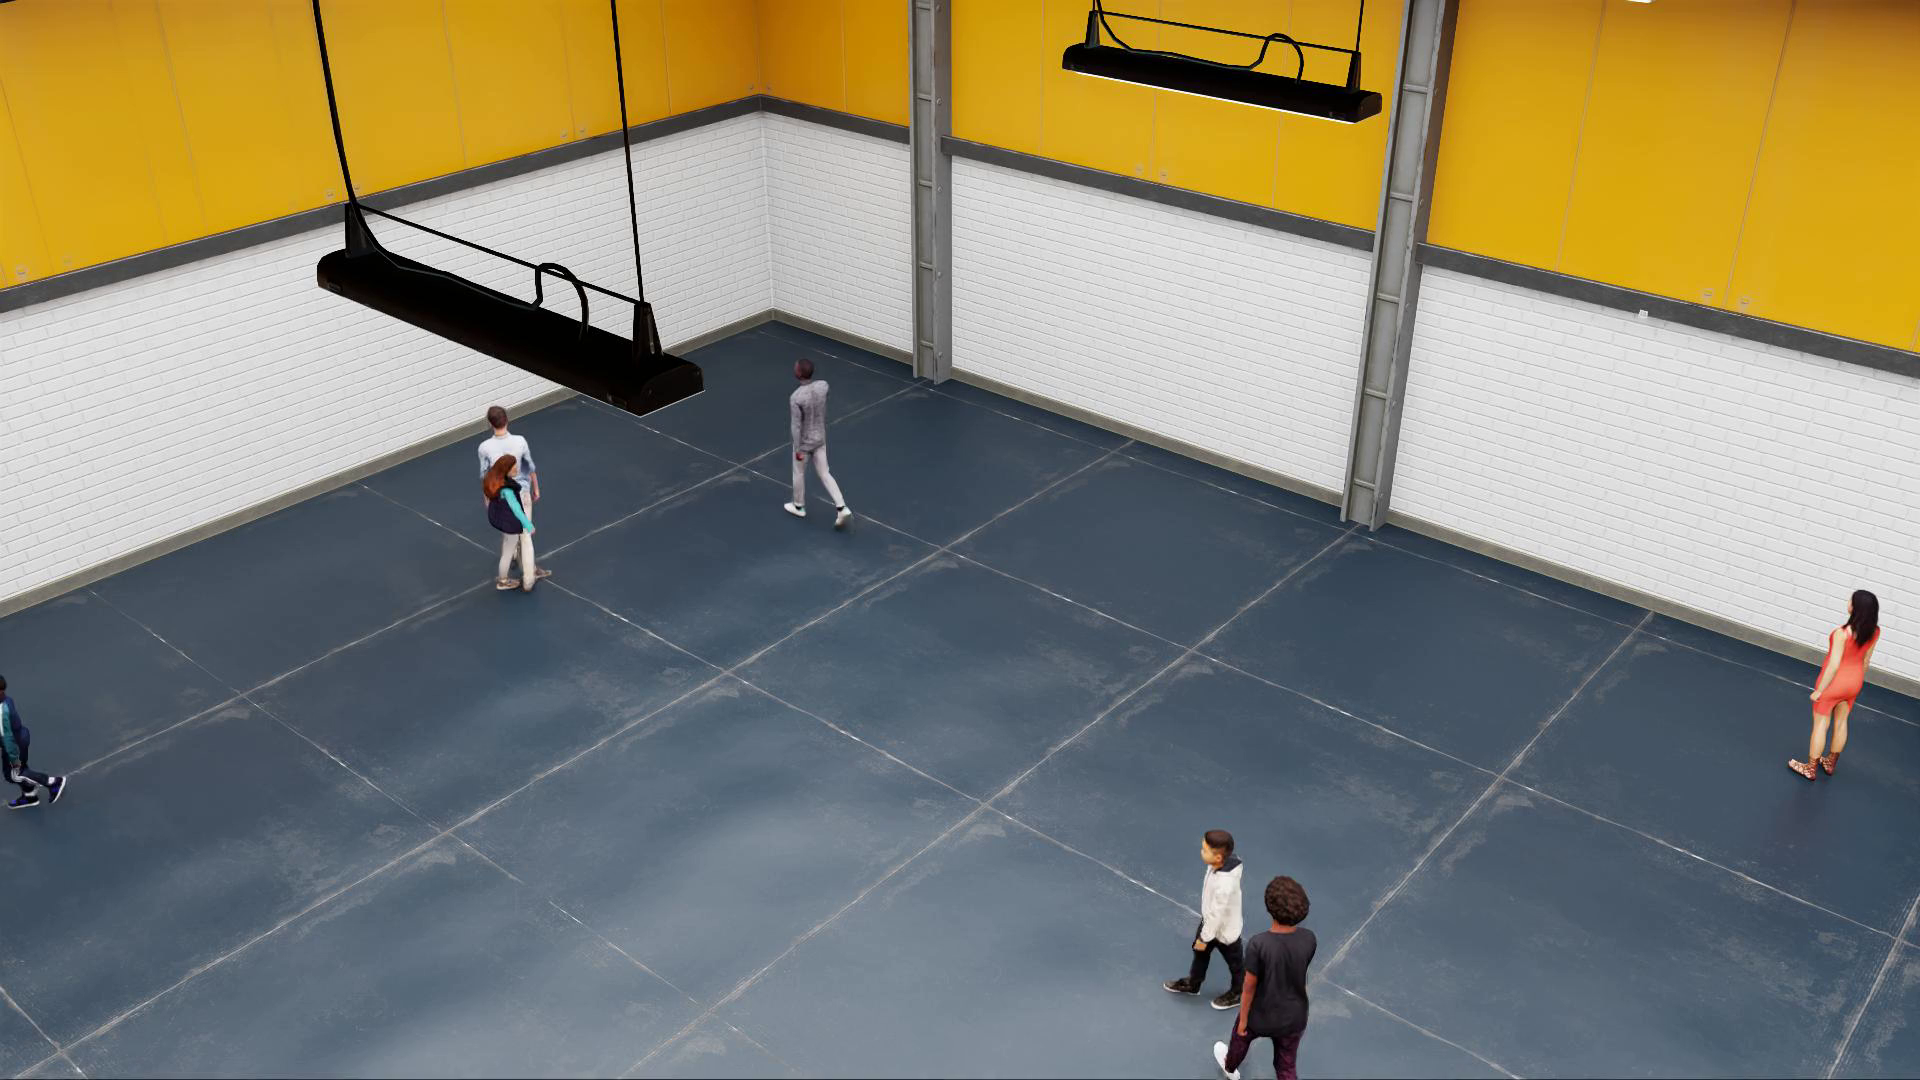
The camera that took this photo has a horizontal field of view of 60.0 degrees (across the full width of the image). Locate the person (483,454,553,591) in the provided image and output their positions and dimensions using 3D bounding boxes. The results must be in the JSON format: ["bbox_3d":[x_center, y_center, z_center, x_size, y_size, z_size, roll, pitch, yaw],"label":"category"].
[{"bbox_3d":[-4.369,-0.147,15.888,0.854,1.462,0.829,-11,30,-18],"label":"person"}]

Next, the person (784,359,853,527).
[{"bbox_3d":[-1.466,-0.981,17.056,0.745,1.808,1.140,-25,37,-38],"label":"person"}]

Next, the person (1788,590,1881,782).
[{"bbox_3d":[7.002,1.153,13.237,0.674,1.720,0.687,-9,30,-15],"label":"person"}]

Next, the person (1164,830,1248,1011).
[{"bbox_3d":[1.807,2.521,11.033,0.908,1.428,0.848,-5,29,-9],"label":"person"}]

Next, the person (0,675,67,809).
[{"bbox_3d":[-7.316,1.572,12.964,0.723,1.244,0.706,-11,31,-20],"label":"person"}]

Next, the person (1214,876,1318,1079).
[{"bbox_3d":[1.932,2.881,10.037,0.993,1.749,1.088,-6,29,-10],"label":"person"}]

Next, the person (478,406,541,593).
[{"bbox_3d":[-4.291,-0.355,15.912,1.075,1.806,1.244,-8,30,-14],"label":"person"}]
